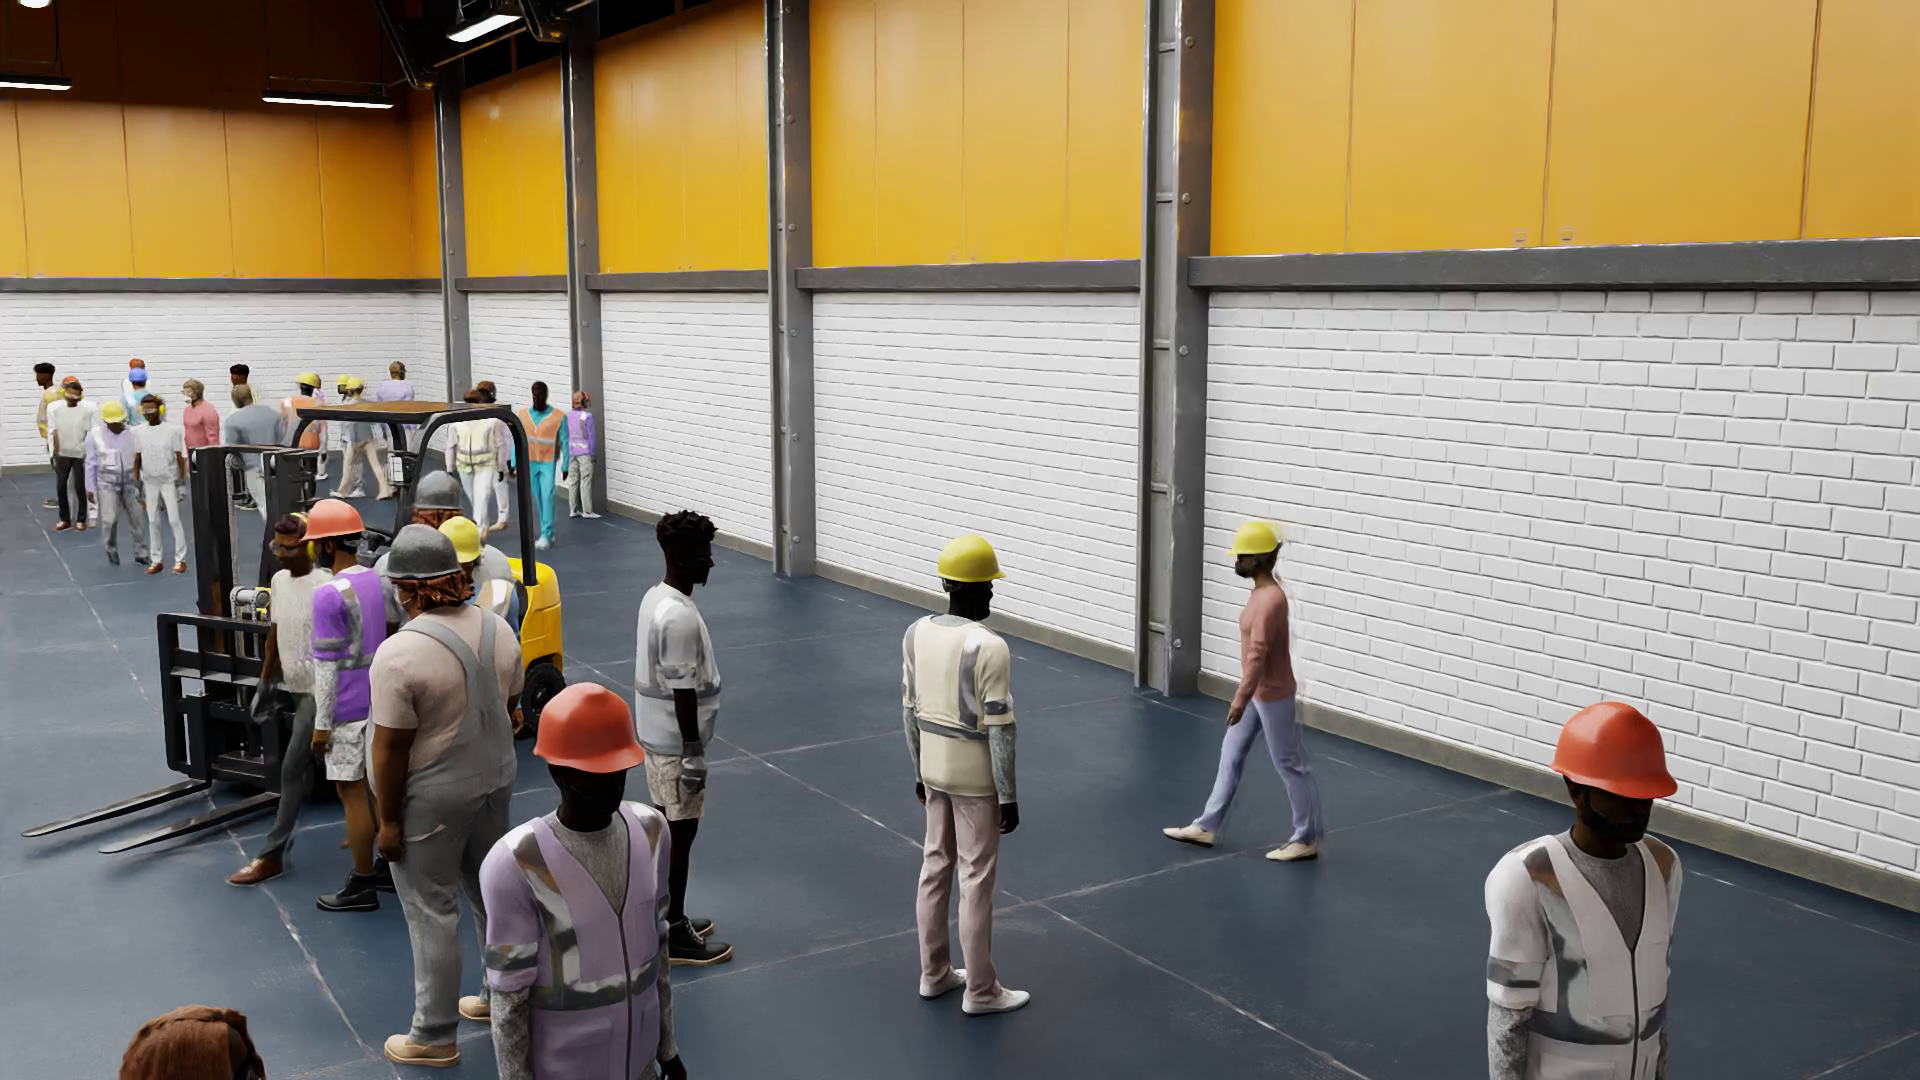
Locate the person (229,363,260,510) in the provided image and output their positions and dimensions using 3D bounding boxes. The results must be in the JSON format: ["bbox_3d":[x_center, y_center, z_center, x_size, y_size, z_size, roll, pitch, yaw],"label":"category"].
[{"bbox_3d":[-9.509,-1.376,22.173,0.374,1.958,0.607,-7,11,-41],"label":"person"}]

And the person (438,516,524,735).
[{"bbox_3d":[-2.406,0.785,8.046,0.588,1.823,0.403,-3,9,-21],"label":"person"}]

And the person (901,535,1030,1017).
[{"bbox_3d":[0.019,0.936,6.673,0.369,1.928,0.586,-8,12,-43],"label":"person"}]

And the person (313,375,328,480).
[{"bbox_3d":[-9.922,-1.736,25.648,0.309,1.641,0.513,-1,9,-9],"label":"person"}]

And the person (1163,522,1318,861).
[{"bbox_3d":[1.439,0.775,8.402,0.845,1.728,0.542,0,8,1],"label":"person"}]

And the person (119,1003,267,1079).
[{"bbox_3d":[-1.345,1.625,3.009,0.280,1.636,0.500,-1,9,-10],"label":"person"}]

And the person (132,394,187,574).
[{"bbox_3d":[-8.226,-0.573,17.084,0.524,1.863,0.330,-1,8,-3],"label":"person"}]

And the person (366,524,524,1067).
[{"bbox_3d":[-1.987,0.933,6.314,0.536,2.000,0.684,4,9,25],"label":"person"}]

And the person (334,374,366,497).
[{"bbox_3d":[-8.648,-1.472,23.520,0.316,1.742,0.492,-8,12,-44],"label":"person"}]

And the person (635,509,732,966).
[{"bbox_3d":[-1.211,0.840,7.195,0.364,1.962,0.612,-3,9,-21],"label":"person"}]

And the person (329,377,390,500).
[{"bbox_3d":[-8.360,-1.402,23.148,0.927,1.717,0.528,4,9,24],"label":"person"}]

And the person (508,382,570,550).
[{"bbox_3d":[-4.779,-0.853,18.904,0.614,1.883,0.801,2,9,12],"label":"person"}]

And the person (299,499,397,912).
[{"bbox_3d":[-2.873,0.769,7.805,0.381,1.929,0.541,1,9,7],"label":"person"}]

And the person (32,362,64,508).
[{"bbox_3d":[-12.223,-1.416,22.402,0.368,1.961,0.612,-4,9,-24],"label":"person"}]

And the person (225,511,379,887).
[{"bbox_3d":[-3.284,0.747,8.358,0.544,1.814,0.983,6,10,36],"label":"person"}]

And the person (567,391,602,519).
[{"bbox_3d":[-4.839,-1.086,21.269,0.518,1.639,0.312,7,11,37],"label":"person"}]

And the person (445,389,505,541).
[{"bbox_3d":[-5.577,-0.849,19.163,0.641,1.799,0.962,0,8,2],"label":"person"}]

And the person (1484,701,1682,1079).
[{"bbox_3d":[1.505,1.331,3.979,0.542,1.939,0.359,-4,9,-24],"label":"person"}]

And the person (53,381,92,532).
[{"bbox_3d":[-10.675,-0.999,20.036,0.558,1.835,0.451,0,8,2],"label":"person"}]

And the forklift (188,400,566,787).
[{"bbox_3d":[-3.529,0.258,10.348,1.214,2.155,2.313,4,9,25],"label":"forklift"}]

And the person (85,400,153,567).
[{"bbox_3d":[-8.723,-0.569,17.291,0.670,1.783,0.482,-8,11,-41],"label":"person"}]

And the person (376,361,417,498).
[{"bbox_3d":[-7.865,-1.543,23.343,0.636,1.939,0.365,3,9,22],"label":"person"}]

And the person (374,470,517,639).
[{"bbox_3d":[-2.541,0.660,8.158,0.691,2.000,0.536,-6,10,-34],"label":"person"}]

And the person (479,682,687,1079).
[{"bbox_3d":[-0.909,1.302,4.173,0.359,1.938,0.547,7,11,38],"label":"person"}]

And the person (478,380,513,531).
[{"bbox_3d":[-5.717,-1.031,20.276,0.644,1.837,0.446,4,9,24],"label":"person"}]

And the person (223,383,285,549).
[{"bbox_3d":[-7.740,-0.775,18.341,0.664,1.886,0.654,6,10,35],"label":"person"}]

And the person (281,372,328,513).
[{"bbox_3d":[-8.433,-1.227,21.445,0.586,1.874,0.977,-3,9,-19],"label":"person"}]

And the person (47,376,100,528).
[{"bbox_3d":[-10.854,-1.075,20.408,0.582,1.878,0.343,-3,9,-20],"label":"person"}]

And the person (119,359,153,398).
[{"bbox_3d":[-12.599,-1.839,25.534,0.576,1.881,0.354,2,9,14],"label":"person"}]

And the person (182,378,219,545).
[{"bbox_3d":[-8.614,-0.878,18.926,0.640,1.927,0.382,8,12,44],"label":"person"}]

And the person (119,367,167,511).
[{"bbox_3d":[-10.617,-1.293,21.753,0.852,1.916,0.634,5,10,32],"label":"person"}]
